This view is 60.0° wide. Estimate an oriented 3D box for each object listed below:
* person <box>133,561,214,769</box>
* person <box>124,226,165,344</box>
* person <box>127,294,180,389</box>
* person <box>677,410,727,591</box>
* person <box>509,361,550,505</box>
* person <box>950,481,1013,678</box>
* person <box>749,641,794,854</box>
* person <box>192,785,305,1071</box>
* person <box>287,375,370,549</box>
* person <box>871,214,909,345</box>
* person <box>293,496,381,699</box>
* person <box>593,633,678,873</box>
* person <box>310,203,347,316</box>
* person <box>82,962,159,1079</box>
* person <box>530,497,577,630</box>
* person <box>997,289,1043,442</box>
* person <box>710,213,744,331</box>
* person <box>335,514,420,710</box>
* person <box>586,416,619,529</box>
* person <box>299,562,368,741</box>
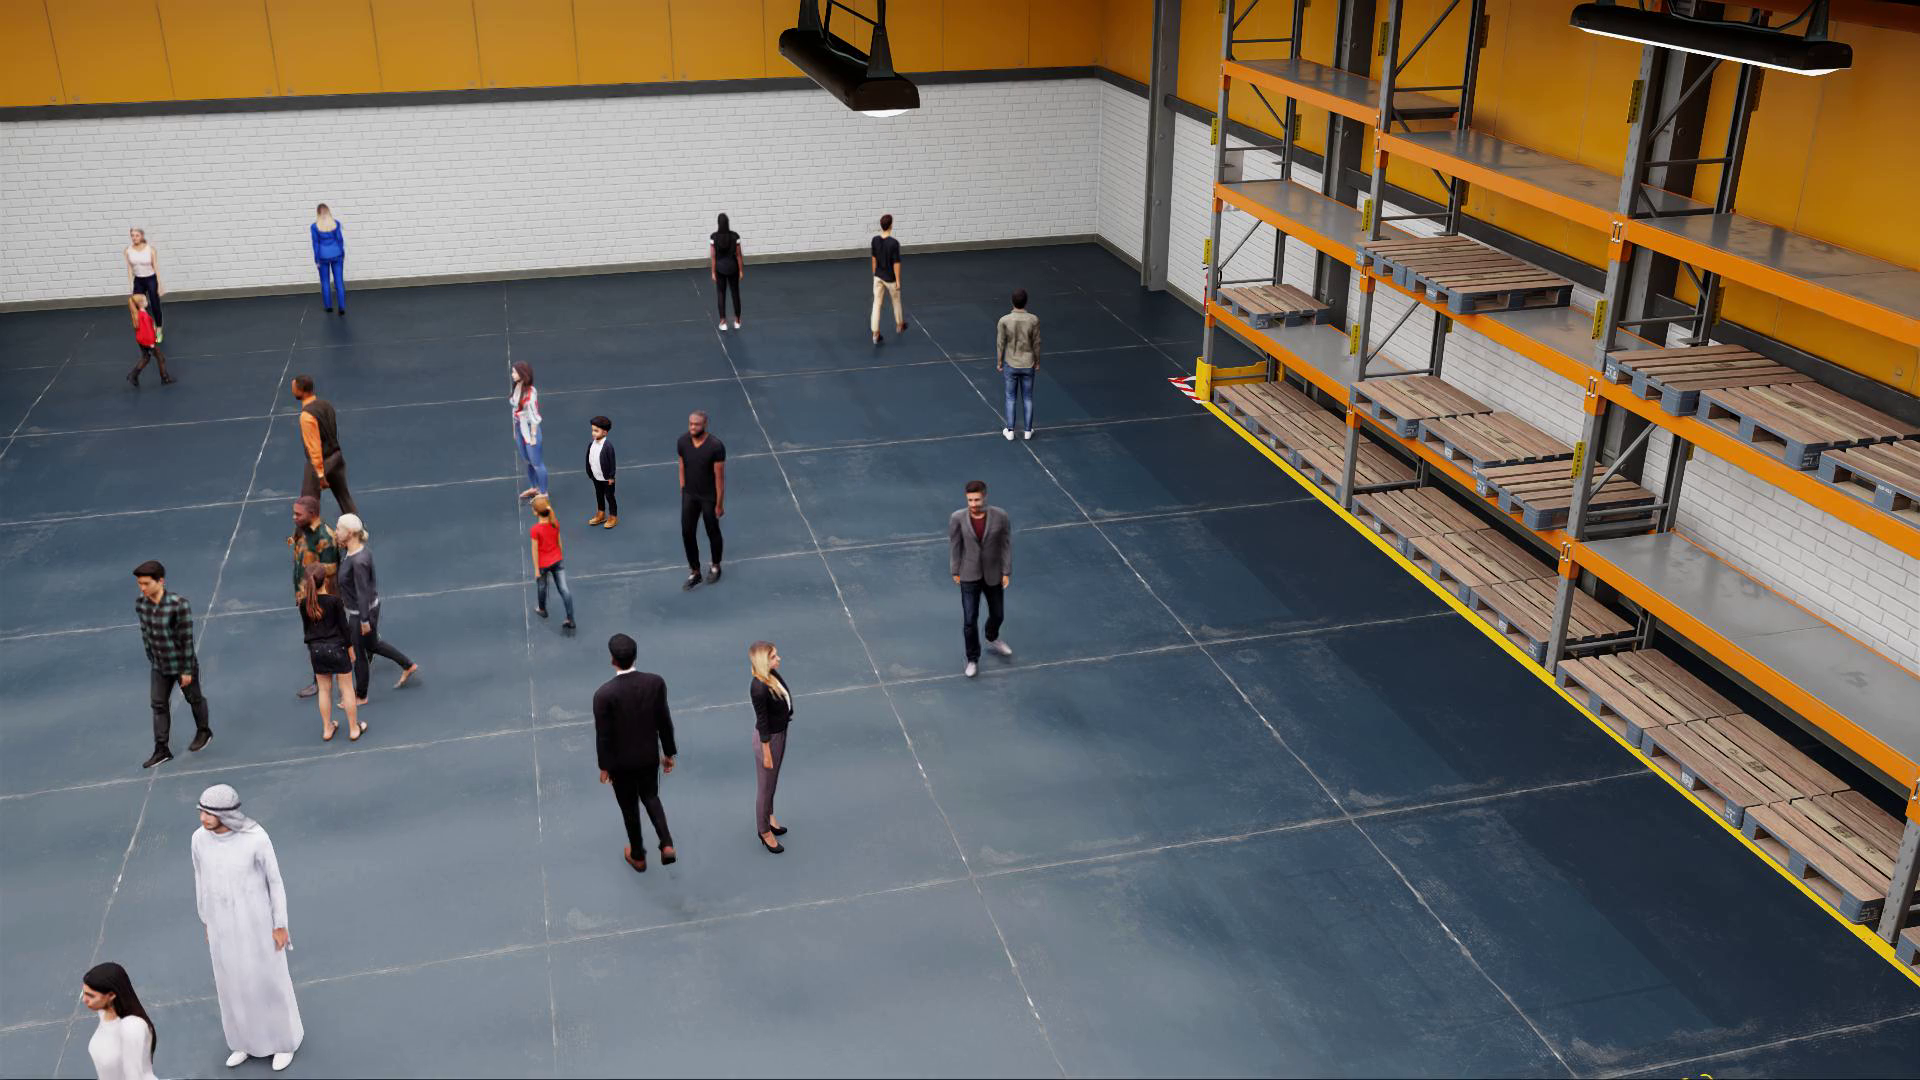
[{"bbox_3d":[-6.180,0.906,13.141,0.902,1.696,1.027,3,24,7],"label":"person"},{"bbox_3d":[-11.676,-3.701,23.943,0.663,1.695,0.655,-3,24,-6],"label":"person"},{"bbox_3d":[-10.813,-2.624,22.015,0.839,1.266,0.849,17,29,34],"label":"person"},{"bbox_3d":[-2.484,-0.444,16.361,0.898,1.801,0.982,7,25,16],"label":"person"},{"bbox_3d":[-4.751,-1.196,18.316,0.726,1.612,0.596,-20,31,-38],"label":"person"},{"bbox_3d":[0.199,0.291,14.629,0.848,1.841,0.996,-2,24,-5],"label":"person"},{"bbox_3d":[-1.397,1.483,12.115,0.724,1.671,0.573,1,24,2],"label":"person"},{"bbox_3d":[-4.274,2.291,9.946,0.783,1.926,0.763,3,24,6],"label":"person"},{"bbox_3d":[-6.385,-0.759,16.992,1.038,1.871,1.120,5,24,10],"label":"person"},{"bbox_3d":[-1.100,-3.692,23.783,1.118,1.806,1.236,10,26,22],"label":"person"},{"bbox_3d":[-5.433,0.447,14.340,1.140,1.785,1.094,20,31,38],"label":"person"},{"bbox_3d":[-2.262,1.561,11.689,0.866,1.868,0.956,-16,28,-33],"label":"person"},{"bbox_3d":[-9.513,-4.235,25.168,0.718,1.692,0.783,-13,27,-27],"label":"person"},{"bbox_3d":[-4.157,2.941,8.659,1.163,1.767,1.115,18,29,35],"label":"person"},{"bbox_3d":[-3.771,0.240,15.444,0.743,1.282,0.964,-20,30,-38],"label":"person"},{"bbox_3d":[0.716,-2.116,20.105,0.736,1.865,0.645,-2,24,-5],"label":"person"},{"bbox_3d":[-3.433,-3.961,24.495,0.617,1.730,0.567,-5,24,-11],"label":"person"},{"bbox_3d":[-5.020,0.556,14.184,0.717,1.711,0.868,-7,25,-16],"label":"person"},{"bbox_3d":[-3.815,-0.744,17.762,0.591,1.227,0.654,14,27,29],"label":"person"},{"bbox_3d":[-5.155,0.902,13.589,0.582,1.553,0.599,0,24,0],"label":"person"}]
